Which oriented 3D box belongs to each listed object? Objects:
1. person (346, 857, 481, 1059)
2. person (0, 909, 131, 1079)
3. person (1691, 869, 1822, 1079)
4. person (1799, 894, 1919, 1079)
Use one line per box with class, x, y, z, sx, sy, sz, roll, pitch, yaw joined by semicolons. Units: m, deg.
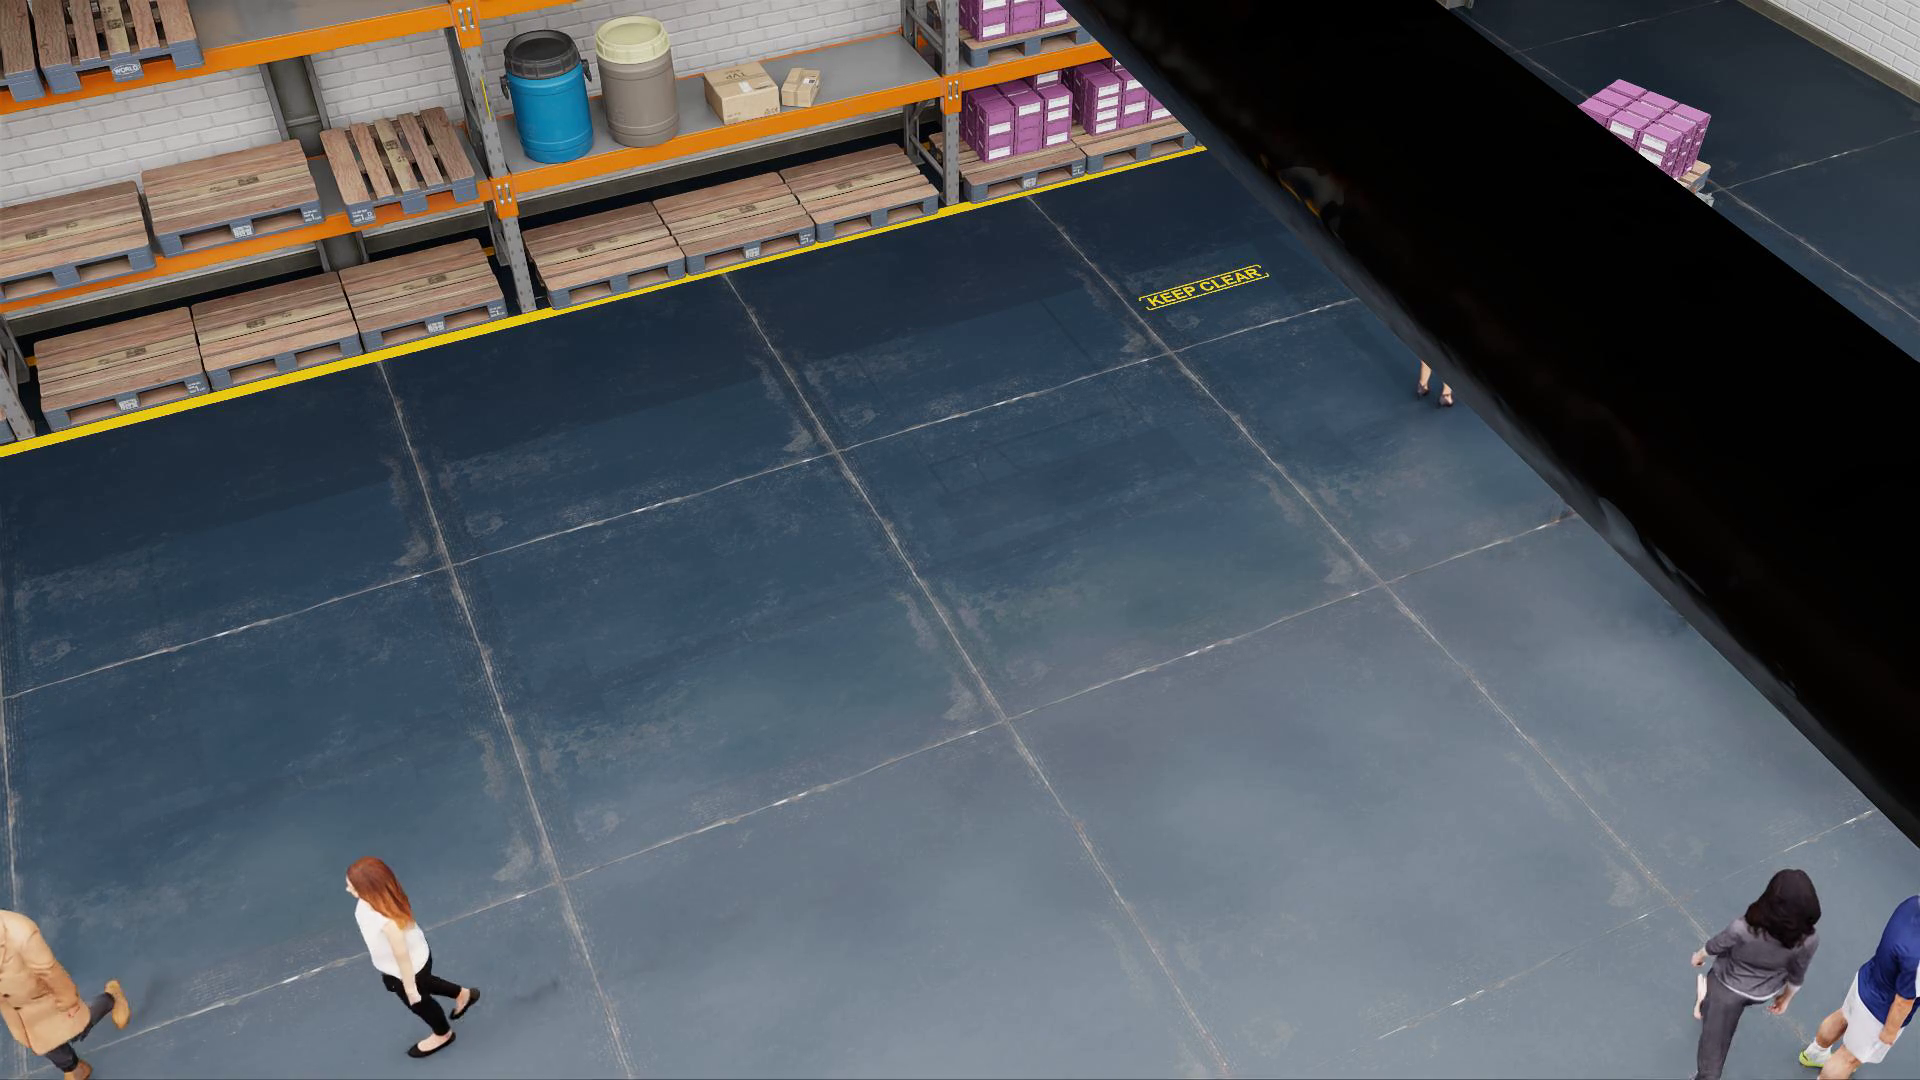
person;-2.828;2.144;8.712;0.679;1.712;0.601;-19;47;-19
person;-4.752;2.248;8.606;0.970;1.709;0.970;5;44;5
person;3.999;2.360;8.470;1.089;1.734;1.054;7;44;7
person;4.702;2.306;8.451;0.772;1.839;0.713;14;45;14
